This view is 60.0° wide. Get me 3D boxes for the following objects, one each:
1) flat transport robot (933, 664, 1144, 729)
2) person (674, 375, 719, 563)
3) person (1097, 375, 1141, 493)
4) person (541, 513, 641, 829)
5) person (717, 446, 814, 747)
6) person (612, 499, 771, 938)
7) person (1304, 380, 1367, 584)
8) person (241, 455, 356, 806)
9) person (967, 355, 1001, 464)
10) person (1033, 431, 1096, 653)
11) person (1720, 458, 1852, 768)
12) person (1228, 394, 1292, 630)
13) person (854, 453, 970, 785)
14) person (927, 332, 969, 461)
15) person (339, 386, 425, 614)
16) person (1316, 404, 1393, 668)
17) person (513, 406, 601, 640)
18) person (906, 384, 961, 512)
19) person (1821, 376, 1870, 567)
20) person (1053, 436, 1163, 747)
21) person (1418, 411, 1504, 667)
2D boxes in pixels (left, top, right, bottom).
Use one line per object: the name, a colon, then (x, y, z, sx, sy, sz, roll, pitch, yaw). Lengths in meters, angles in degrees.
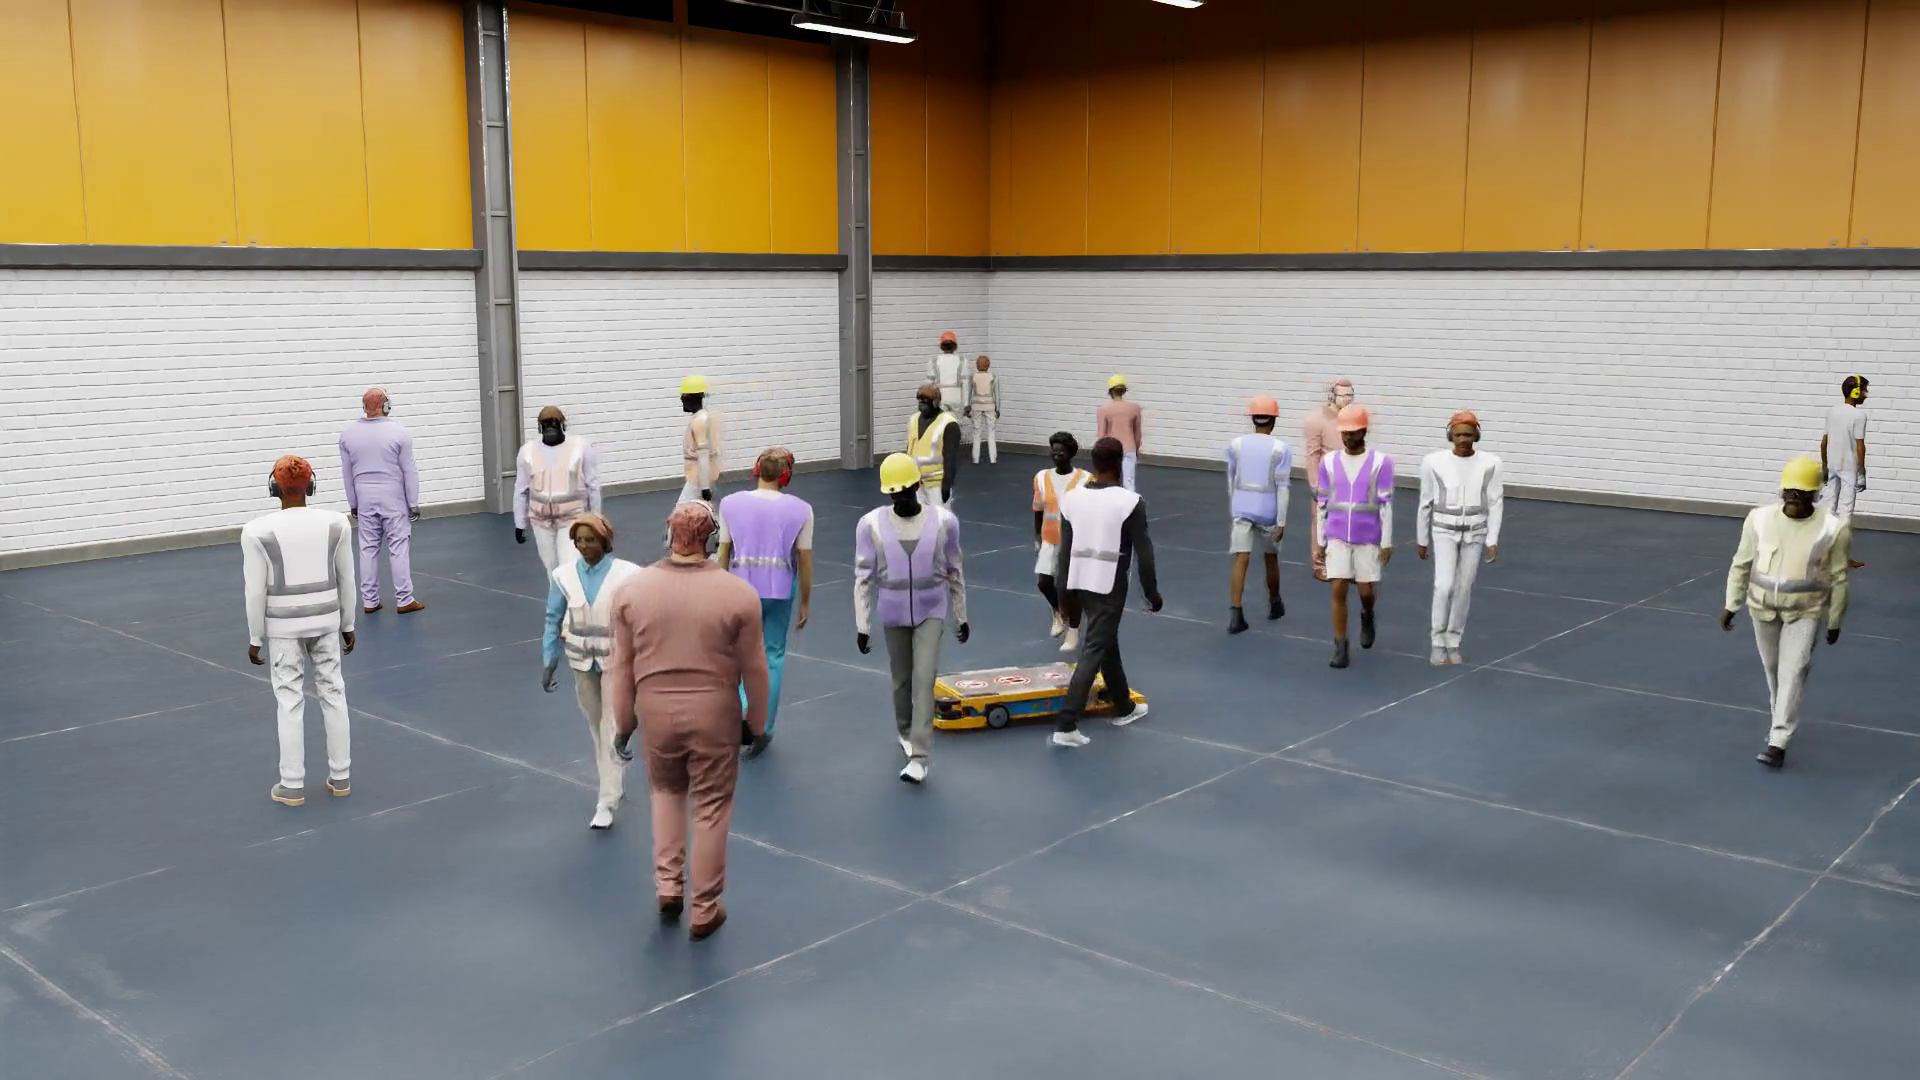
flat transport robot: (0.408, 0.991, 10.776, 1.431, 0.197, 0.652, -4, 10, -23)
person: (-2.483, -0.586, 15.552, 0.516, 1.909, 0.596, 0, 9, 1)
person: (1.789, -0.994, 18.730, 0.539, 1.718, 0.925, -1, 9, -7)
person: (-1.890, 0.672, 8.575, 0.540, 1.601, 0.789, 1, 9, 9)
person: (-1.169, 0.357, 9.893, 0.613, 1.820, 0.466, 0, 9, -3)
person: (-1.138, 0.760, 7.172, 0.671, 1.882, 0.480, 1, 9, 5)
person: (3.478, -0.510, 15.183, 0.651, 1.879, 0.818, -2, 9, -13)
person: (-3.532, 0.481, 8.933, 0.574, 1.883, 0.355, -7, 12, -38)
person: (0.351, -1.940, 24.901, 0.517, 1.640, 0.307, 0, 9, 2)
person: (0.804, 0.008, 12.543, 0.535, 1.684, 0.414, 4, 10, 24)
person: (4.849, 0.401, 9.774, 0.948, 1.783, 0.604, -9, 13, -44)
person: (2.408, -0.229, 13.413, 0.545, 1.888, 0.992, 4, 10, 23)
person: (-0.267, 0.418, 9.421, 0.656, 1.851, 1.002, 0, 9, -1)
person: (-0.178, -2.054, 24.473, 0.637, 1.989, 1.027, 0, 9, 1)
person: (-4.823, -0.329, 13.931, 0.643, 1.913, 0.410, 1, 9, 6)
person: (2.878, -0.046, 12.140, 0.555, 1.917, 0.656, 4, 10, 24)
person: (-3.167, -0.124, 12.933, 0.660, 1.812, 0.846, 1, 9, 3)
person: (-0.323, -0.523, 15.413, 0.661, 1.824, 0.594, 8, 12, 41)
person: (8.618, -0.667, 16.205, 0.321, 1.863, 0.530, -3, 9, -16)
person: (0.865, 0.305, 10.165, 0.589, 1.867, 1.036, 9, 13, 44)
person: (3.610, 0.001, 11.994, 0.570, 1.866, 0.561, 1, 9, 7)
